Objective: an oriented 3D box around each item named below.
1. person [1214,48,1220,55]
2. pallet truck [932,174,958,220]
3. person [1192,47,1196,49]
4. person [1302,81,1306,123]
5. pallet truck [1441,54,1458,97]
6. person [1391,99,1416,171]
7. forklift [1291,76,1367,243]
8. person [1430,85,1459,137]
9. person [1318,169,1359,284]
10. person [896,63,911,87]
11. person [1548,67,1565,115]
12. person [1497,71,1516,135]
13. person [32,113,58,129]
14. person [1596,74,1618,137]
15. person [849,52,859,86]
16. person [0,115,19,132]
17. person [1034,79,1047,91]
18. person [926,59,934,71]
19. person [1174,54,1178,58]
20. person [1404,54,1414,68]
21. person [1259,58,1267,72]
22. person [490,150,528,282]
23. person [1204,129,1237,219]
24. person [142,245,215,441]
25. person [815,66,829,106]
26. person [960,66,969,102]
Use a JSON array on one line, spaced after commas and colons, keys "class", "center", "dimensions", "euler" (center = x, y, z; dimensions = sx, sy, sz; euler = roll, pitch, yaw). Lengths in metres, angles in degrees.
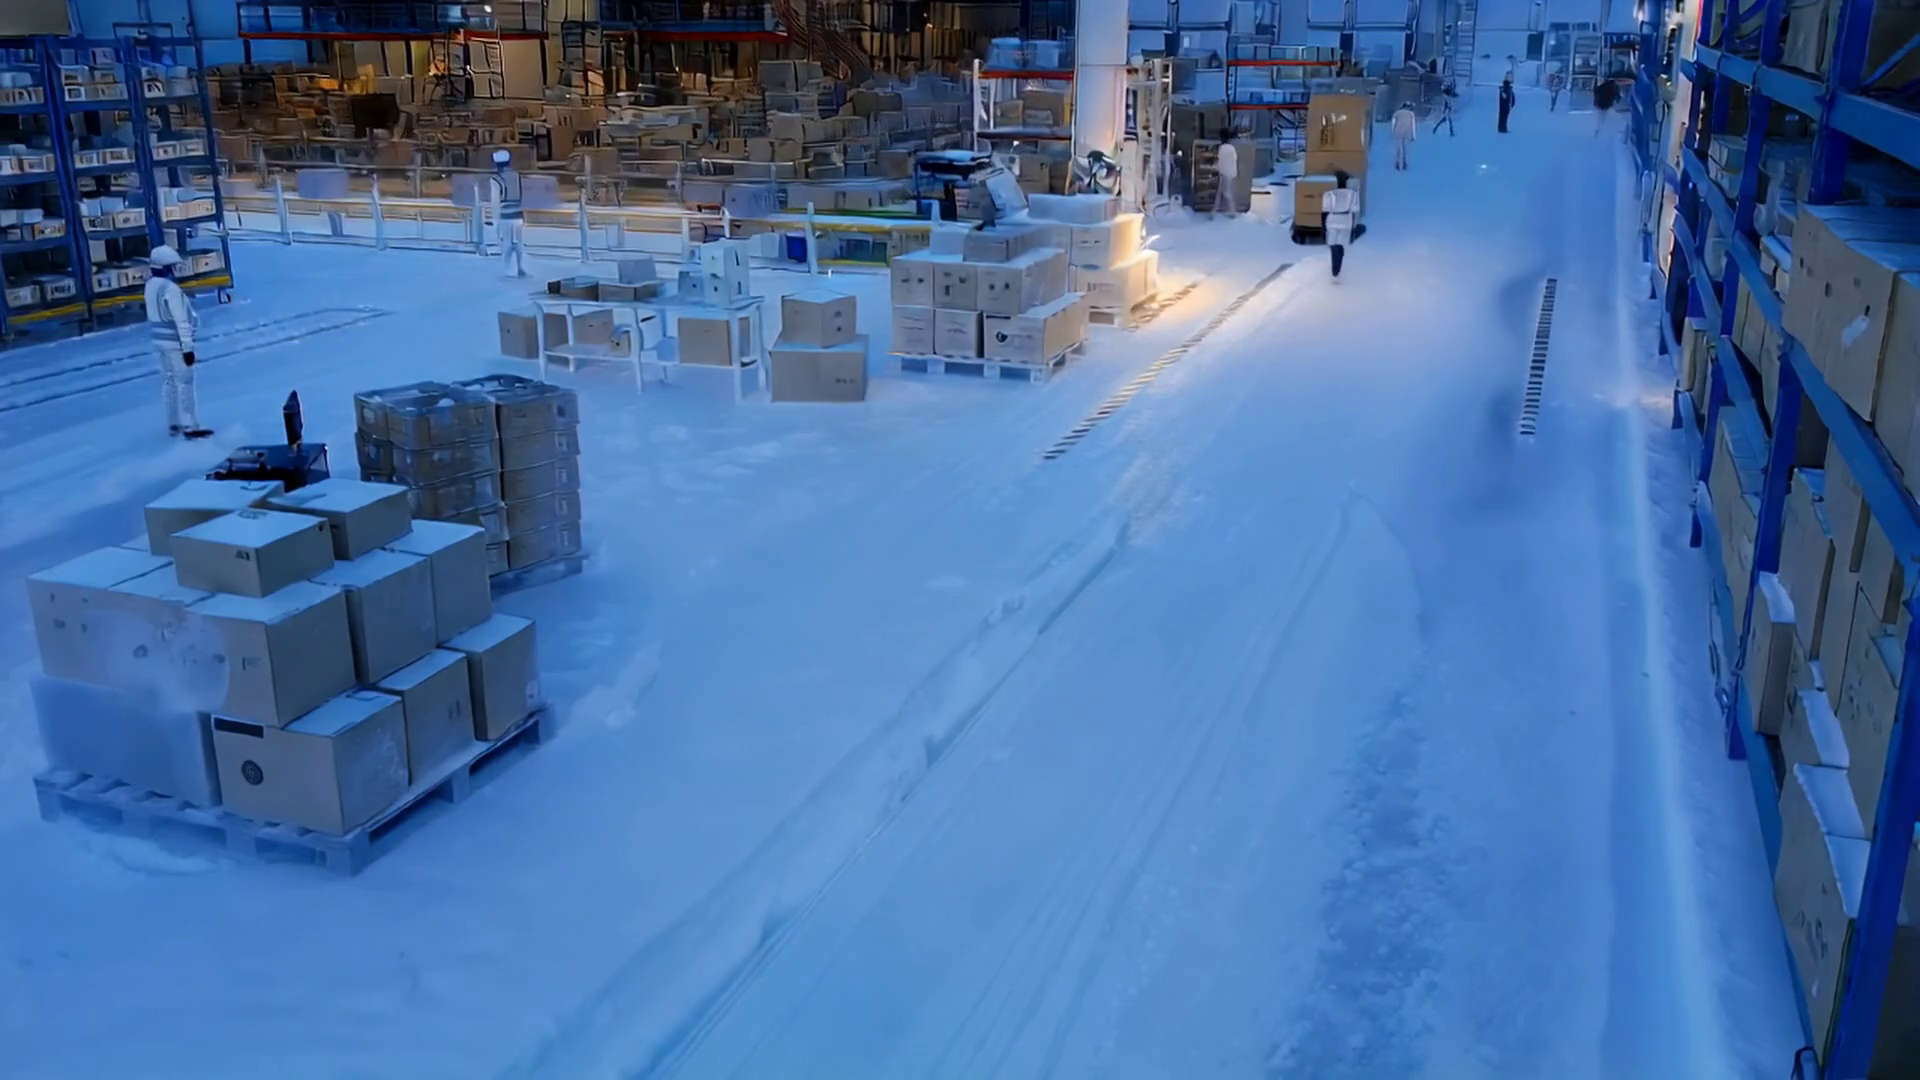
[{"class": "person", "center": [14.493, -26.961, 94.412], "dimensions": [0.587, 1.930, 0.363], "euler": [8, 19, 23]}, {"class": "pallet truck", "center": [-0.507, -5.292, 27.348], "dimensions": [0.653, 1.274, 1.630], "euler": [6, 19, 19]}, {"class": "person", "center": [13.172, -26.974, 94.443], "dimensions": [1.033, 1.946, 0.649], "euler": [15, 23, 40]}, {"class": "person", "center": [12.385, -16.079, 60.383], "dimensions": [0.847, 1.825, 0.514], "euler": [-13, 22, -34]}, {"class": "pallet truck", "center": [22.765, -21.886, 78.355], "dimensions": [0.823, 1.965, 1.885], "euler": [-4, 18, -14]}, {"class": "person", "center": [11.260, -10.294, 42.283], "dimensions": [0.596, 1.795, 0.918], "euler": [5, 18, 17]}, {"class": "forklift", "center": [6.598, -6.755, 29.381], "dimensions": [1.129, 2.768, 1.873], "euler": [6, 19, 19]}, {"class": "person", "center": [15.608, -13.781, 53.454], "dimensions": [0.884, 1.656, 0.538], "euler": [8, 19, 23]}, {"class": "person", "center": [5.630, -4.704, 24.898], "dimensions": [0.557, 1.656, 0.820], "euler": [-2, 18, -6]}, {"class": "person", "center": [-2.320, -18.172, 66.826], "dimensions": [0.633, 1.908, 1.021], "euler": [-10, 20, -29]}, {"class": "person", "center": [23.293, -17.530, 64.950], "dimensions": [0.570, 1.826, 1.031], "euler": [14, 22, 37]}, {"class": "person", "center": [17.936, -14.325, 54.529], "dimensions": [0.535, 2.000, 0.674], "euler": [1, 18, 3]}, {"class": "person", "center": [-24.015, -10.871, 43.742], "dimensions": [0.638, 1.993, 1.040], "euler": [-9, 20, -27]}, {"class": "person", "center": [20.866, -13.991, 53.574], "dimensions": [0.434, 1.974, 0.632], "euler": [-16, 24, -42]}, {"class": "person", "center": [-5.505, -24.504, 86.829], "dimensions": [0.600, 1.863, 0.805], "euler": [6, 19, 19]}, {"class": "person", "center": [-27.813, -12.328, 48.473], "dimensions": [0.651, 1.906, 0.403], "euler": [-4, 18, -14]}, {"class": "person", "center": [3.279, -18.390, 67.464], "dimensions": [0.543, 1.942, 0.350], "euler": [8, 19, 23]}, {"class": "person", "center": [-1.361, -20.604, 74.573], "dimensions": [0.343, 1.847, 0.506], "euler": [14, 22, 37]}, {"class": "person", "center": [10.973, -23.807, 84.676], "dimensions": [0.699, 1.827, 0.430], "euler": [16, 24, 41]}, {"class": "person", "center": [21.514, -22.272, 79.664], "dimensions": [0.372, 1.940, 0.630], "euler": [-10, 20, -28]}, {"class": "person", "center": [16.201, -25.196, 89.009], "dimensions": [0.429, 1.843, 0.633], "euler": [7, 19, 22]}, {"class": "person", "center": [-6.781, -4.854, 24.925], "dimensions": [0.409, 1.943, 0.615], "euler": [11, 21, 31]}, {"class": "person", "center": [5.092, -7.103, 32.344], "dimensions": [0.890, 1.715, 0.551], "euler": [-9, 20, -27]}, {"class": "person", "center": [-7.384, -1.850, 15.665], "dimensions": [0.586, 1.835, 0.403], "euler": [14, 23, 38]}, {"class": "person", "center": [-5.923, -19.077, 69.984], "dimensions": [0.925, 1.713, 0.547], "euler": [7, 19, 22]}, {"class": "person", "center": [0.188, -17.745, 65.586], "dimensions": [0.406, 1.856, 0.530], "euler": [15, 23, 39]}]
